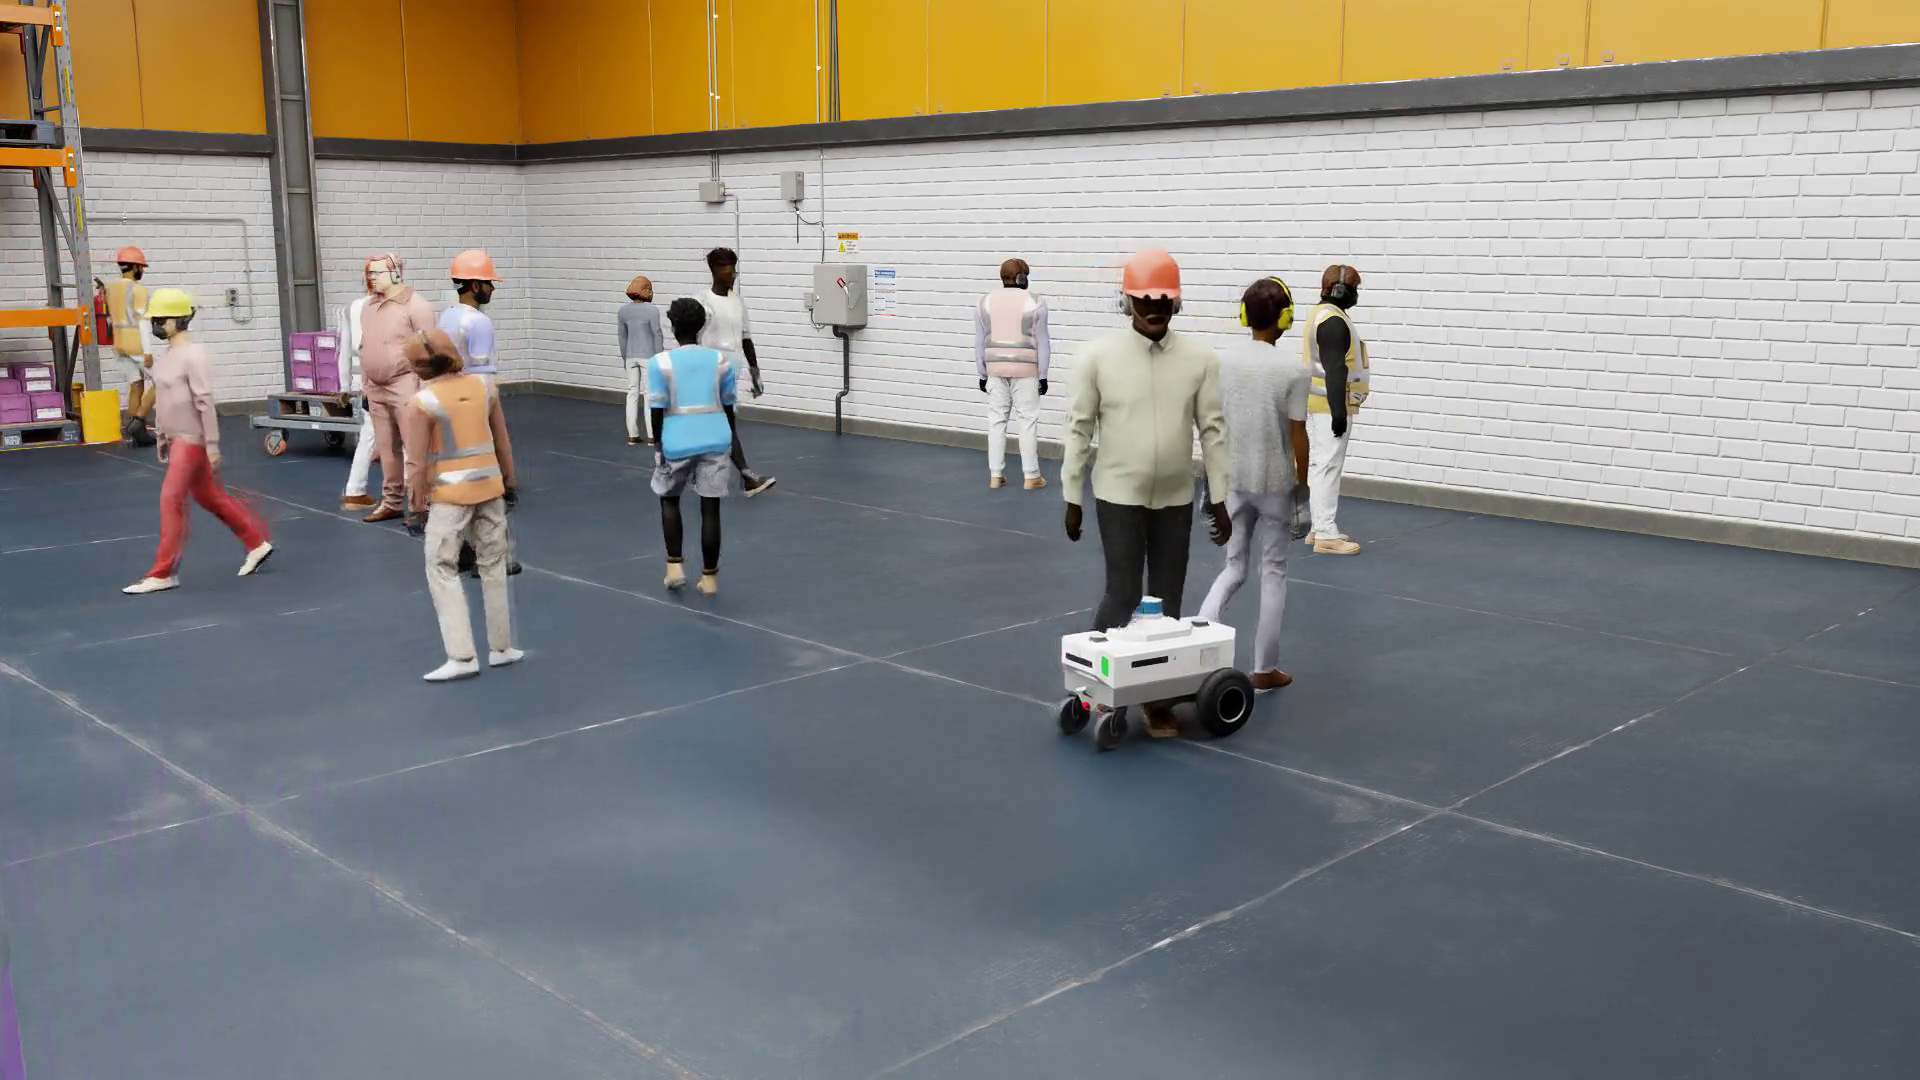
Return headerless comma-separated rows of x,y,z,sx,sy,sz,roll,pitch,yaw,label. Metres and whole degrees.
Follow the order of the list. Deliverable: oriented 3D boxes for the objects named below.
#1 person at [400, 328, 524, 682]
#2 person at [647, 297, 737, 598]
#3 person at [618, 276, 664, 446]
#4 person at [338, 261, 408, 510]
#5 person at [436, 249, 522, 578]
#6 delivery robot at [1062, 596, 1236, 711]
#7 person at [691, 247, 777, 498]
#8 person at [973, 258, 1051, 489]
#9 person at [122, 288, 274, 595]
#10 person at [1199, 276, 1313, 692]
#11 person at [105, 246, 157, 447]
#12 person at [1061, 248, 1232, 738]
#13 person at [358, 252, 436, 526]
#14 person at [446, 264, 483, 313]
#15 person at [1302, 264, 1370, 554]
-2.271,-0.173,7.678,0.326,1.611,0.609,8,13,36,person
-1.504,-0.521,9.367,0.532,1.675,0.525,-4,11,-20,person
-3.065,-1.727,16.072,0.499,1.633,0.279,5,12,26,person
-4.318,-1.175,12.508,0.567,1.826,1.020,6,12,28,person
-2.876,-0.749,9.906,0.376,1.936,0.549,-10,14,-42,person
0.768,0.473,6.764,0.707,0.478,0.477,-6,12,-30,delivery robot
-1.753,-1.284,12.857,0.960,1.919,0.635,6,12,31,person
0.428,-1.322,13.309,0.624,1.841,0.430,4,11,21,person
-4.423,-0.592,9.613,0.530,1.727,0.882,10,14,43,person
1.266,-0.208,7.222,0.525,1.850,0.629,8,13,37,person
-7.874,-1.843,15.932,0.573,1.913,0.420,6,12,28,person
0.747,-0.174,6.670,0.640,1.973,0.458,-3,11,-14,person
-3.962,-1.051,11.641,0.652,1.906,0.403,5,12,26,person
-5.703,-2.308,18.960,0.776,1.743,0.539,7,13,35,person
2.401,-0.840,10.675,0.429,1.841,0.625,1,10,3,person
